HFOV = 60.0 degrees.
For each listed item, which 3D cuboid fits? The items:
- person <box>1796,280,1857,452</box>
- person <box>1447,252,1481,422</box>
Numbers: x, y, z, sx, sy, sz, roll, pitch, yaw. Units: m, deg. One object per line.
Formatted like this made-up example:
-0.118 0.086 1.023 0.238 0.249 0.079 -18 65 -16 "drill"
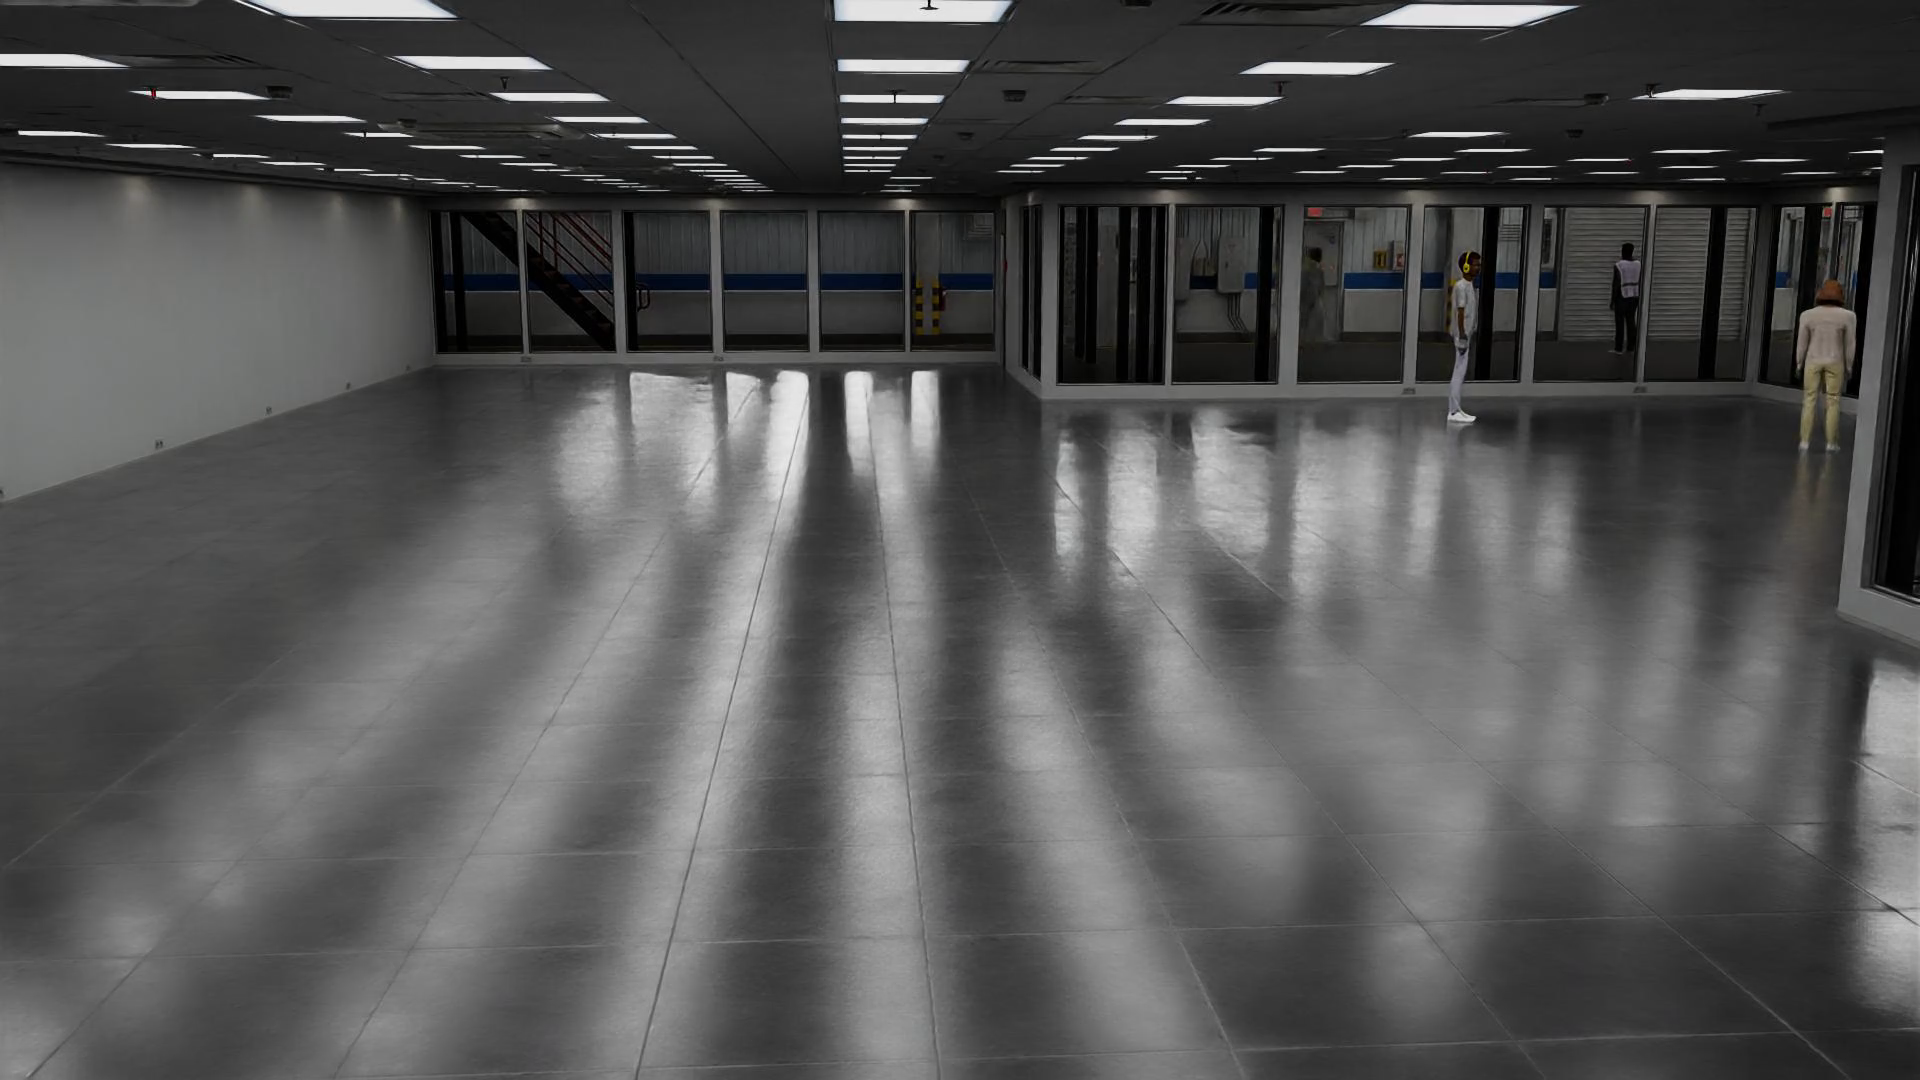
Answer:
8.249 -1.658 15.865 0.507 1.630 0.268 7 13 33 "person"
5.576 -2.236 18.350 0.315 1.870 0.532 4 11 20 "person"
